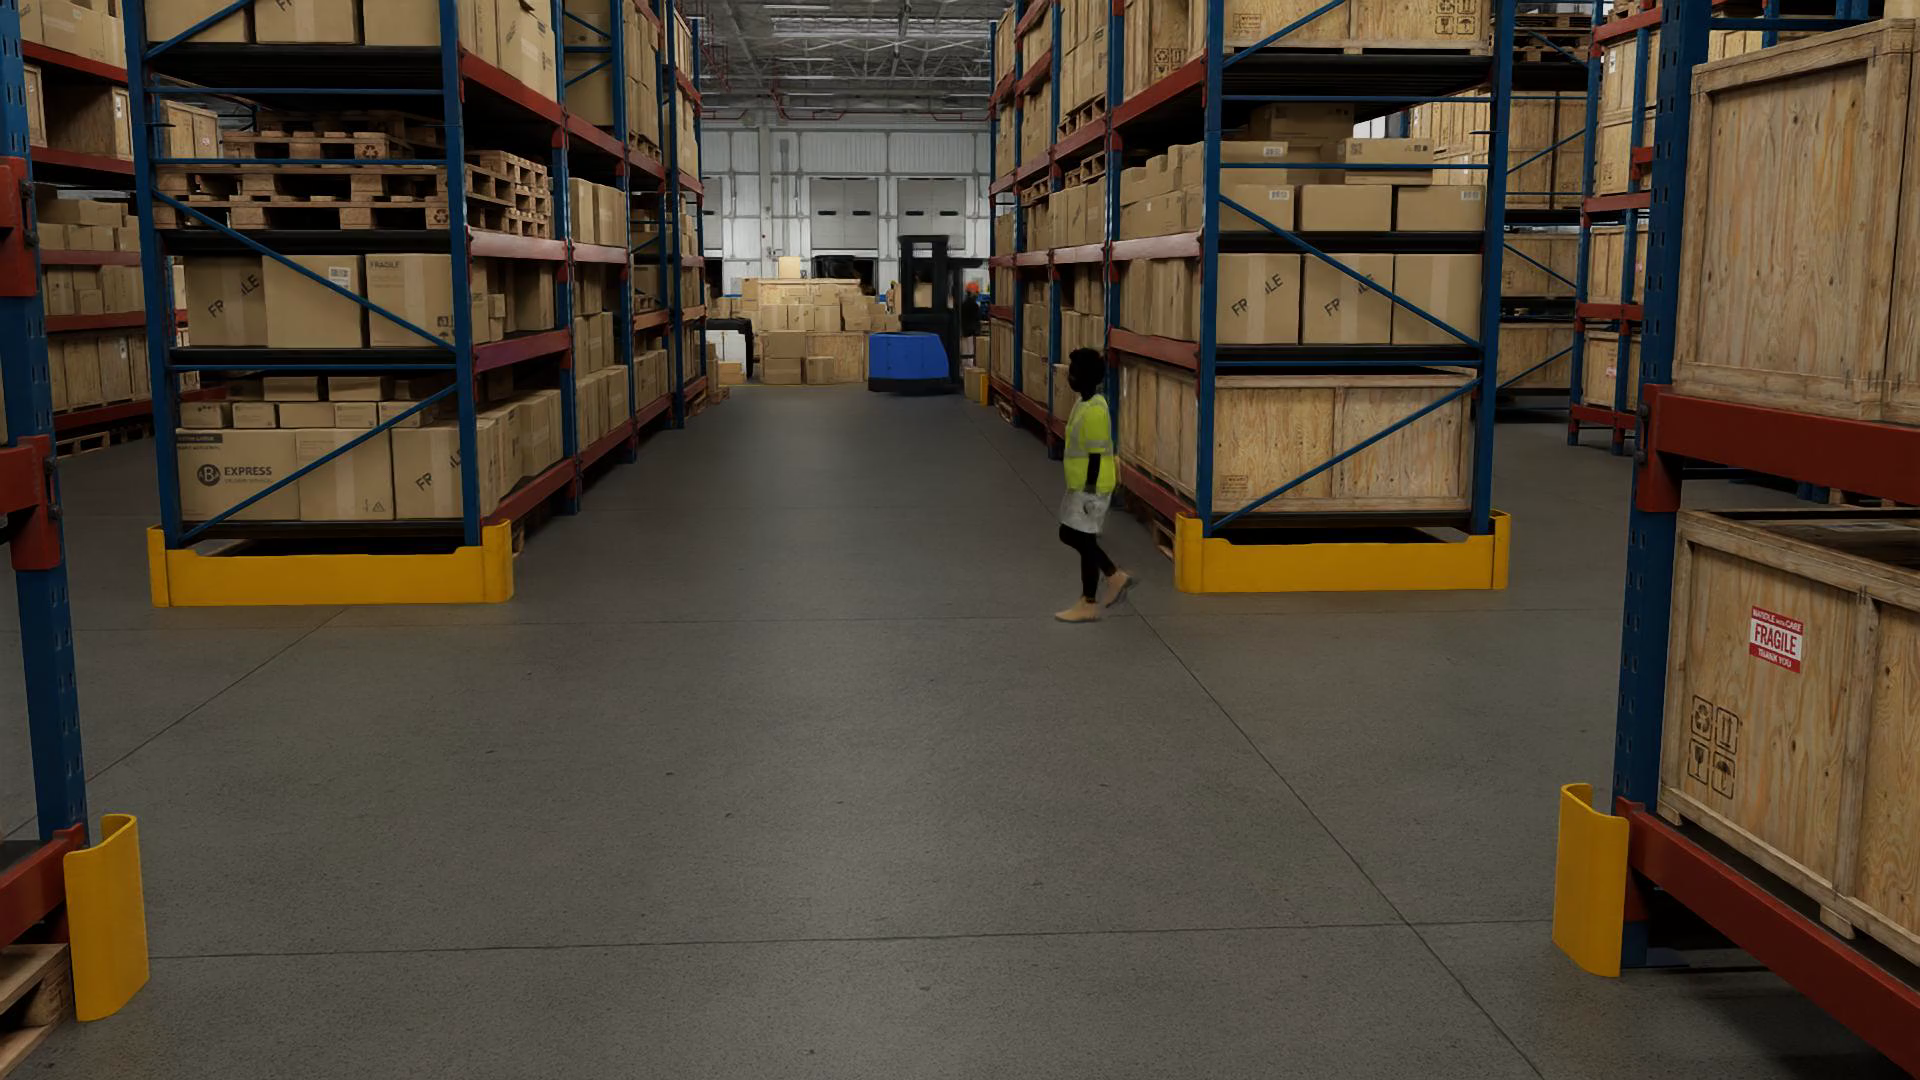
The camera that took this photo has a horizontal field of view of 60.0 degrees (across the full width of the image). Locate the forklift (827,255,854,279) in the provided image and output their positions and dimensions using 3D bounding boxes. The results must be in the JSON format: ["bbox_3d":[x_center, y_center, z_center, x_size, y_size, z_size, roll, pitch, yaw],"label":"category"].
[{"bbox_3d":[-4.171,-8.608,58.381,1.129,2.768,1.873,-5,10,-30],"label":"forklift"}]

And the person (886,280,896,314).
[{"bbox_3d":[-2.512,-8.777,62.428,0.588,1.927,0.371,6,11,35],"label":"person"}]

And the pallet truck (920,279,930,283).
[{"bbox_3d":[-0.932,-8.922,63.114,1.885,1.965,0.823,2,9,13],"label":"pallet truck"}]

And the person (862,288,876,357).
[{"bbox_3d":[-2.056,-4.847,38.043,0.430,1.837,0.620,-4,10,-24],"label":"person"}]

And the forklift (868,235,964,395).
[{"bbox_3d":[-0.662,-4.024,29.594,1.129,2.768,1.873,8,12,40],"label":"forklift"}]

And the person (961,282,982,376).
[{"bbox_3d":[0.231,-3.884,31.494,0.378,1.995,0.612,-4,10,-25],"label":"person"}]

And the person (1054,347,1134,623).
[{"bbox_3d":[0.807,-0.328,10.103,0.427,1.684,0.550,-1,9,-4],"label":"person"}]
